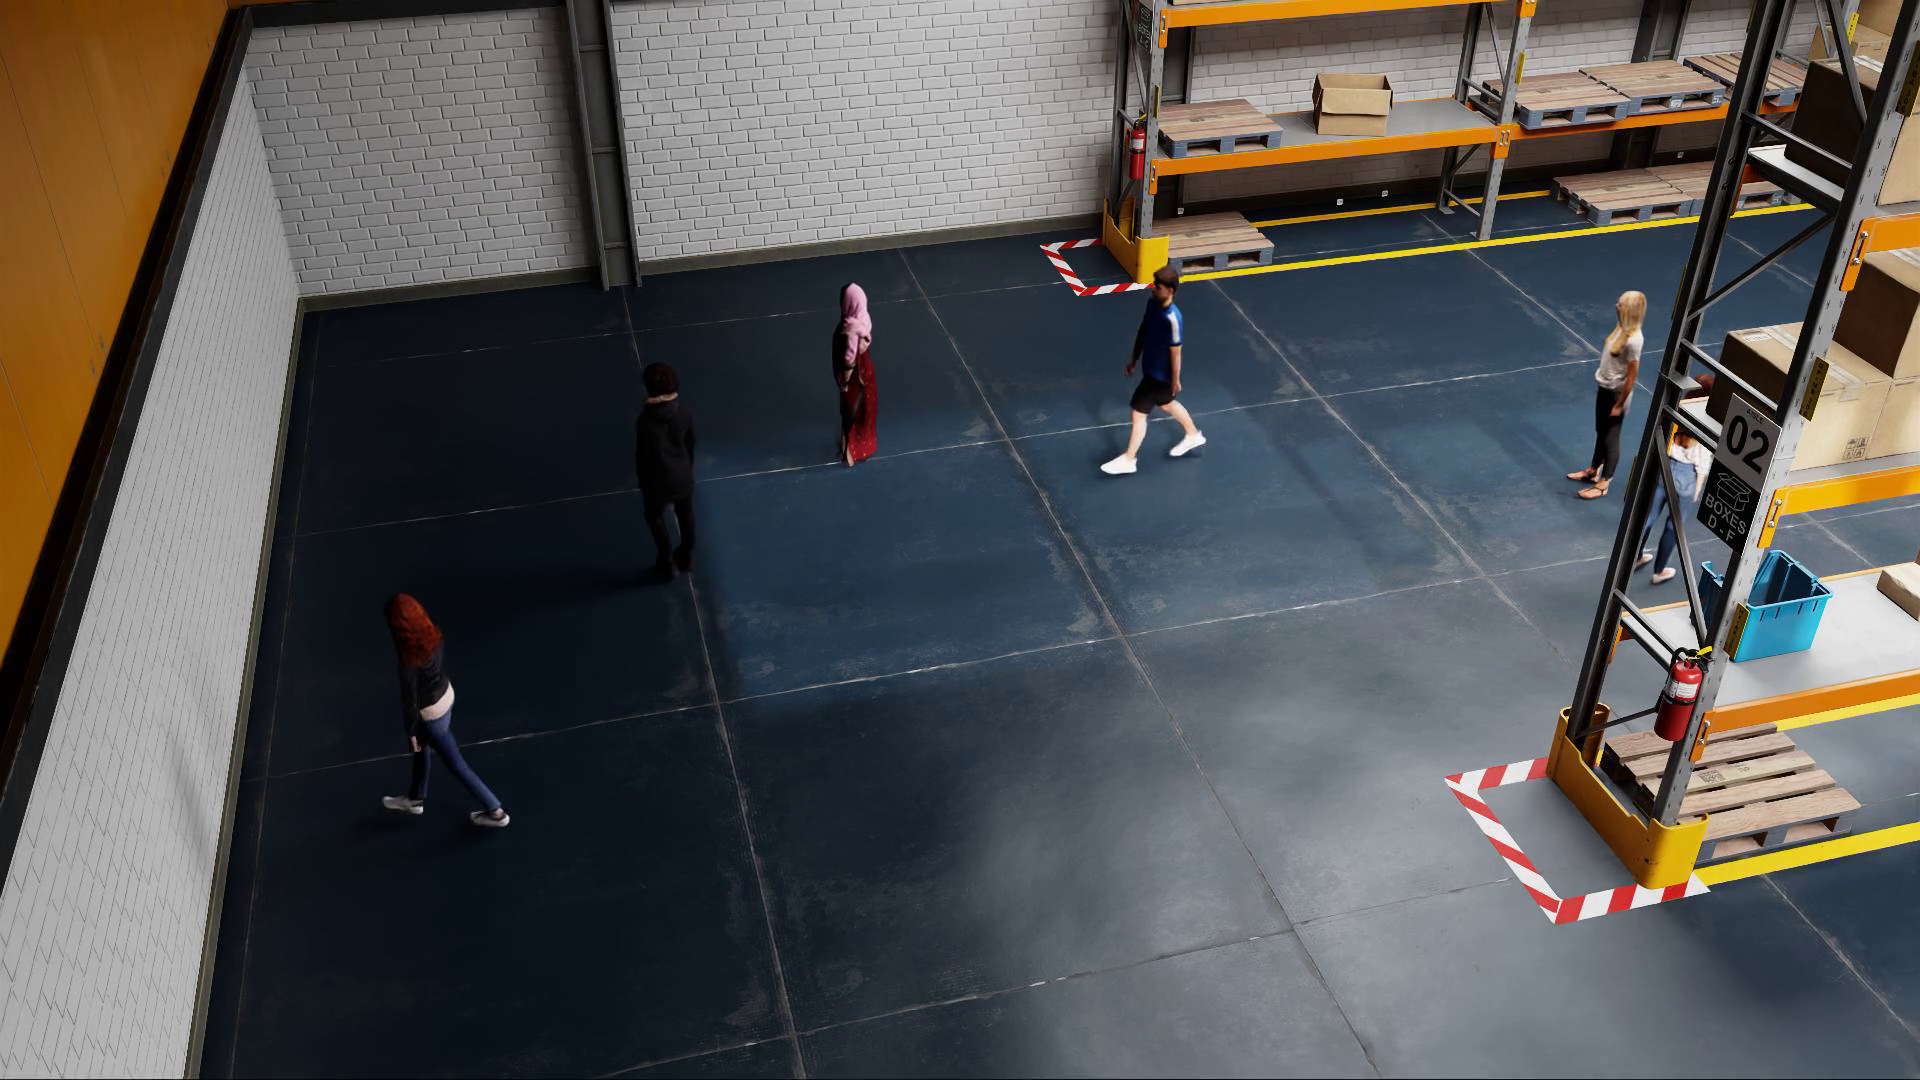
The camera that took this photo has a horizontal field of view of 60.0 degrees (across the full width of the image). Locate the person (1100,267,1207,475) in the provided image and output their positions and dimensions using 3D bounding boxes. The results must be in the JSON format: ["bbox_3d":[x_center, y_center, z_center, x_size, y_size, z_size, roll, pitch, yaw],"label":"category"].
[{"bbox_3d":[1.737,-1.424,13.860,1.215,1.824,0.634,-9,35,-13],"label":"person"}]

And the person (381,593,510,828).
[{"bbox_3d":[-3.222,1.083,10.148,1.158,1.756,0.883,3,34,4],"label":"person"}]

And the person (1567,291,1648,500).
[{"bbox_3d":[5.324,-1.187,13.503,0.626,1.824,0.664,1,34,2],"label":"person"}]

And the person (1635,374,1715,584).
[{"bbox_3d":[5.384,-0.477,12.520,0.636,1.729,0.637,-24,40,-31],"label":"person"}]

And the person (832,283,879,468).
[{"bbox_3d":[-0.874,-1.415,14.013,0.783,1.638,0.765,10,35,15],"label":"person"}]

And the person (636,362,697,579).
[{"bbox_3d":[-2.201,-0.494,12.508,0.664,1.770,0.783,-20,38,-27],"label":"person"}]
